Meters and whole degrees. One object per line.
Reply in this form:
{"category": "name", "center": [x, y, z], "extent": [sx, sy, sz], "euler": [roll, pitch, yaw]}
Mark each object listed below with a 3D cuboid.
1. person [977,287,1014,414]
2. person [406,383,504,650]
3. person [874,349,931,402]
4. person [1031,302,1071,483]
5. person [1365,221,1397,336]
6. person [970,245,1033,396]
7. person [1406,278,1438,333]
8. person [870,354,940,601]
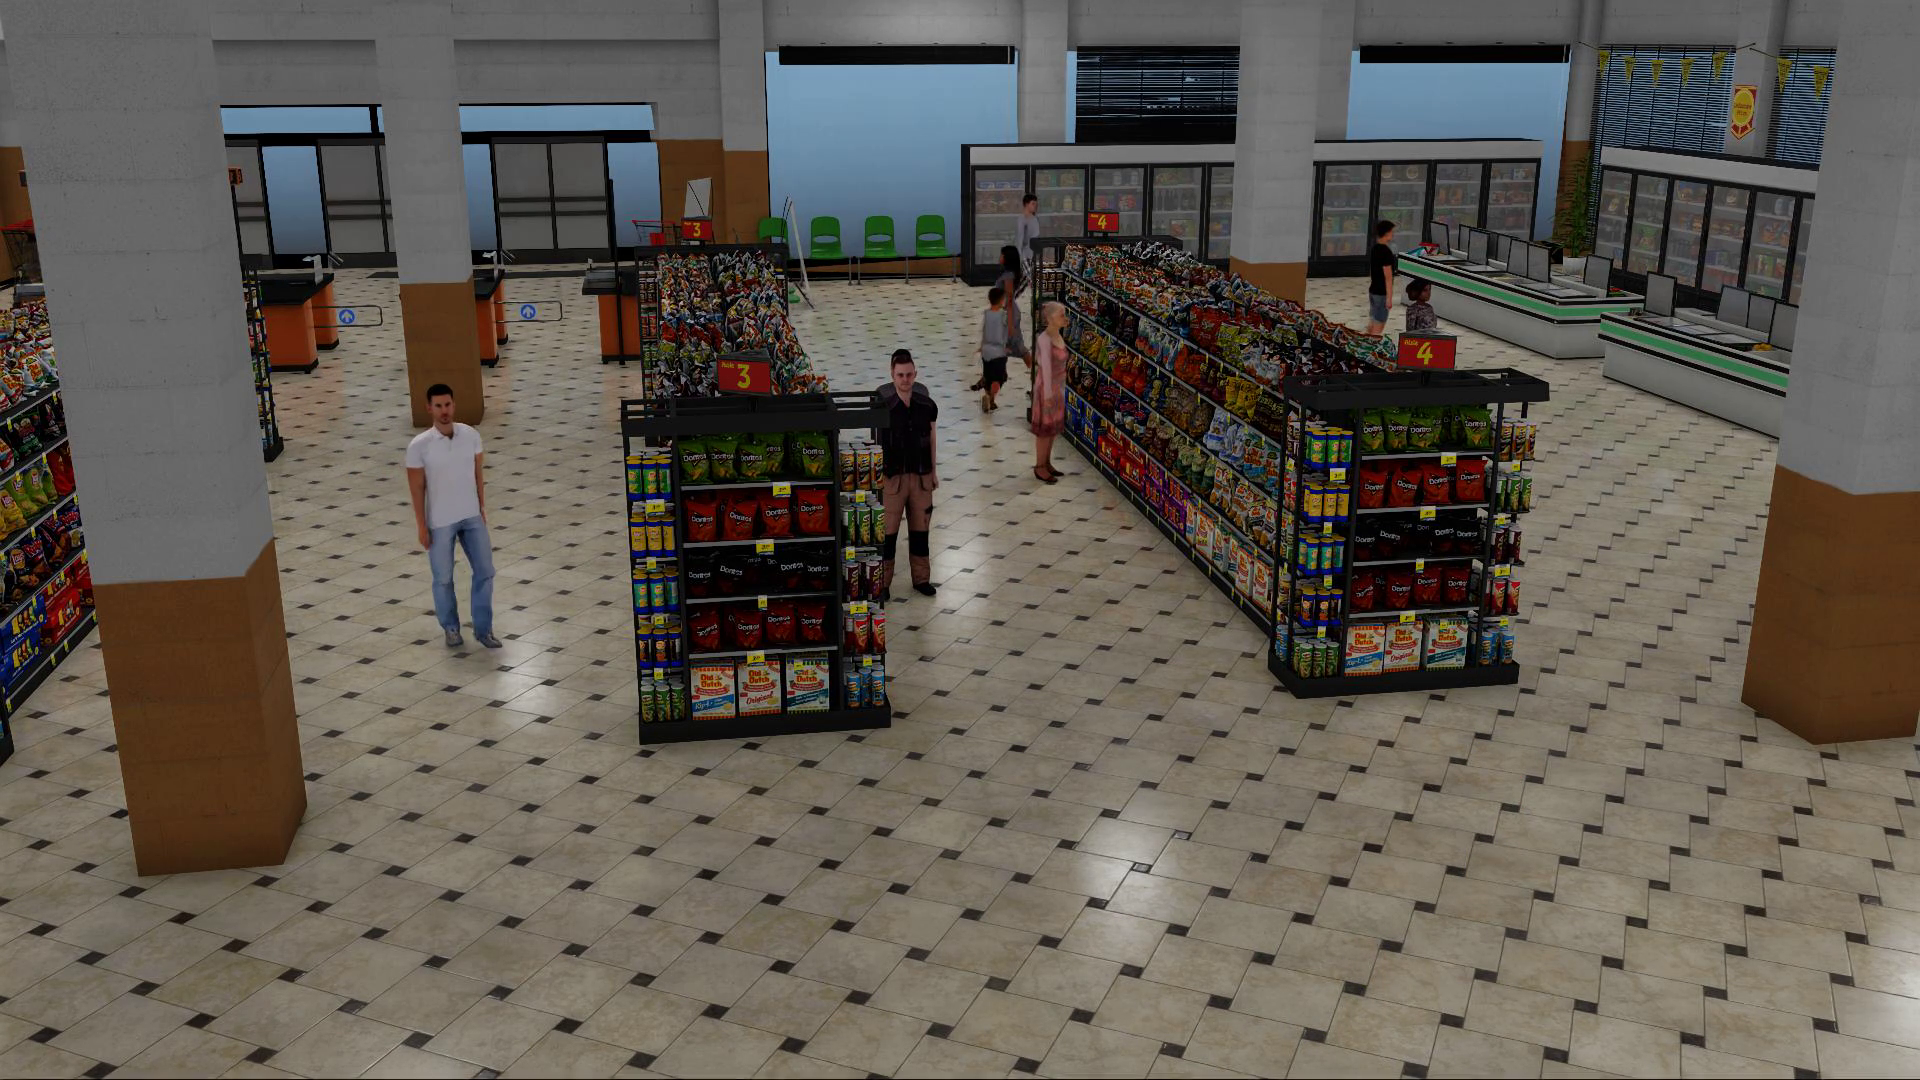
{"category": "person", "center": [0.372, -2.138, 18.560], "extent": [0.809, 1.440, 0.970], "euler": [4, 17, 13]}
{"category": "person", "center": [-3.490, -0.166, 11.376], "extent": [0.841, 1.843, 0.935], "euler": [-10, 20, -30]}
{"category": "person", "center": [-0.454, -0.644, 13.101], "extent": [0.616, 1.754, 0.513], "euler": [-3, 17, -10]}
{"category": "person", "center": [0.848, -1.411, 15.732], "extent": [0.756, 1.692, 0.657], "euler": [5, 18, 17]}
{"category": "person", "center": [5.323, -3.124, 21.109], "extent": [0.731, 1.846, 0.488], "euler": [-2, 17, -7]}
{"category": "person", "center": [0.666, -2.473, 19.169], "extent": [1.005, 1.729, 1.139], "euler": [5, 18, 17]}
{"category": "person", "center": [4.693, -1.840, 17.107], "extent": [0.676, 1.714, 0.708], "euler": [-14, 22, -38]}
{"category": "person", "center": [-0.413, -0.483, 12.418], "extent": [0.710, 1.842, 0.627], "euler": [-5, 18, -17]}
